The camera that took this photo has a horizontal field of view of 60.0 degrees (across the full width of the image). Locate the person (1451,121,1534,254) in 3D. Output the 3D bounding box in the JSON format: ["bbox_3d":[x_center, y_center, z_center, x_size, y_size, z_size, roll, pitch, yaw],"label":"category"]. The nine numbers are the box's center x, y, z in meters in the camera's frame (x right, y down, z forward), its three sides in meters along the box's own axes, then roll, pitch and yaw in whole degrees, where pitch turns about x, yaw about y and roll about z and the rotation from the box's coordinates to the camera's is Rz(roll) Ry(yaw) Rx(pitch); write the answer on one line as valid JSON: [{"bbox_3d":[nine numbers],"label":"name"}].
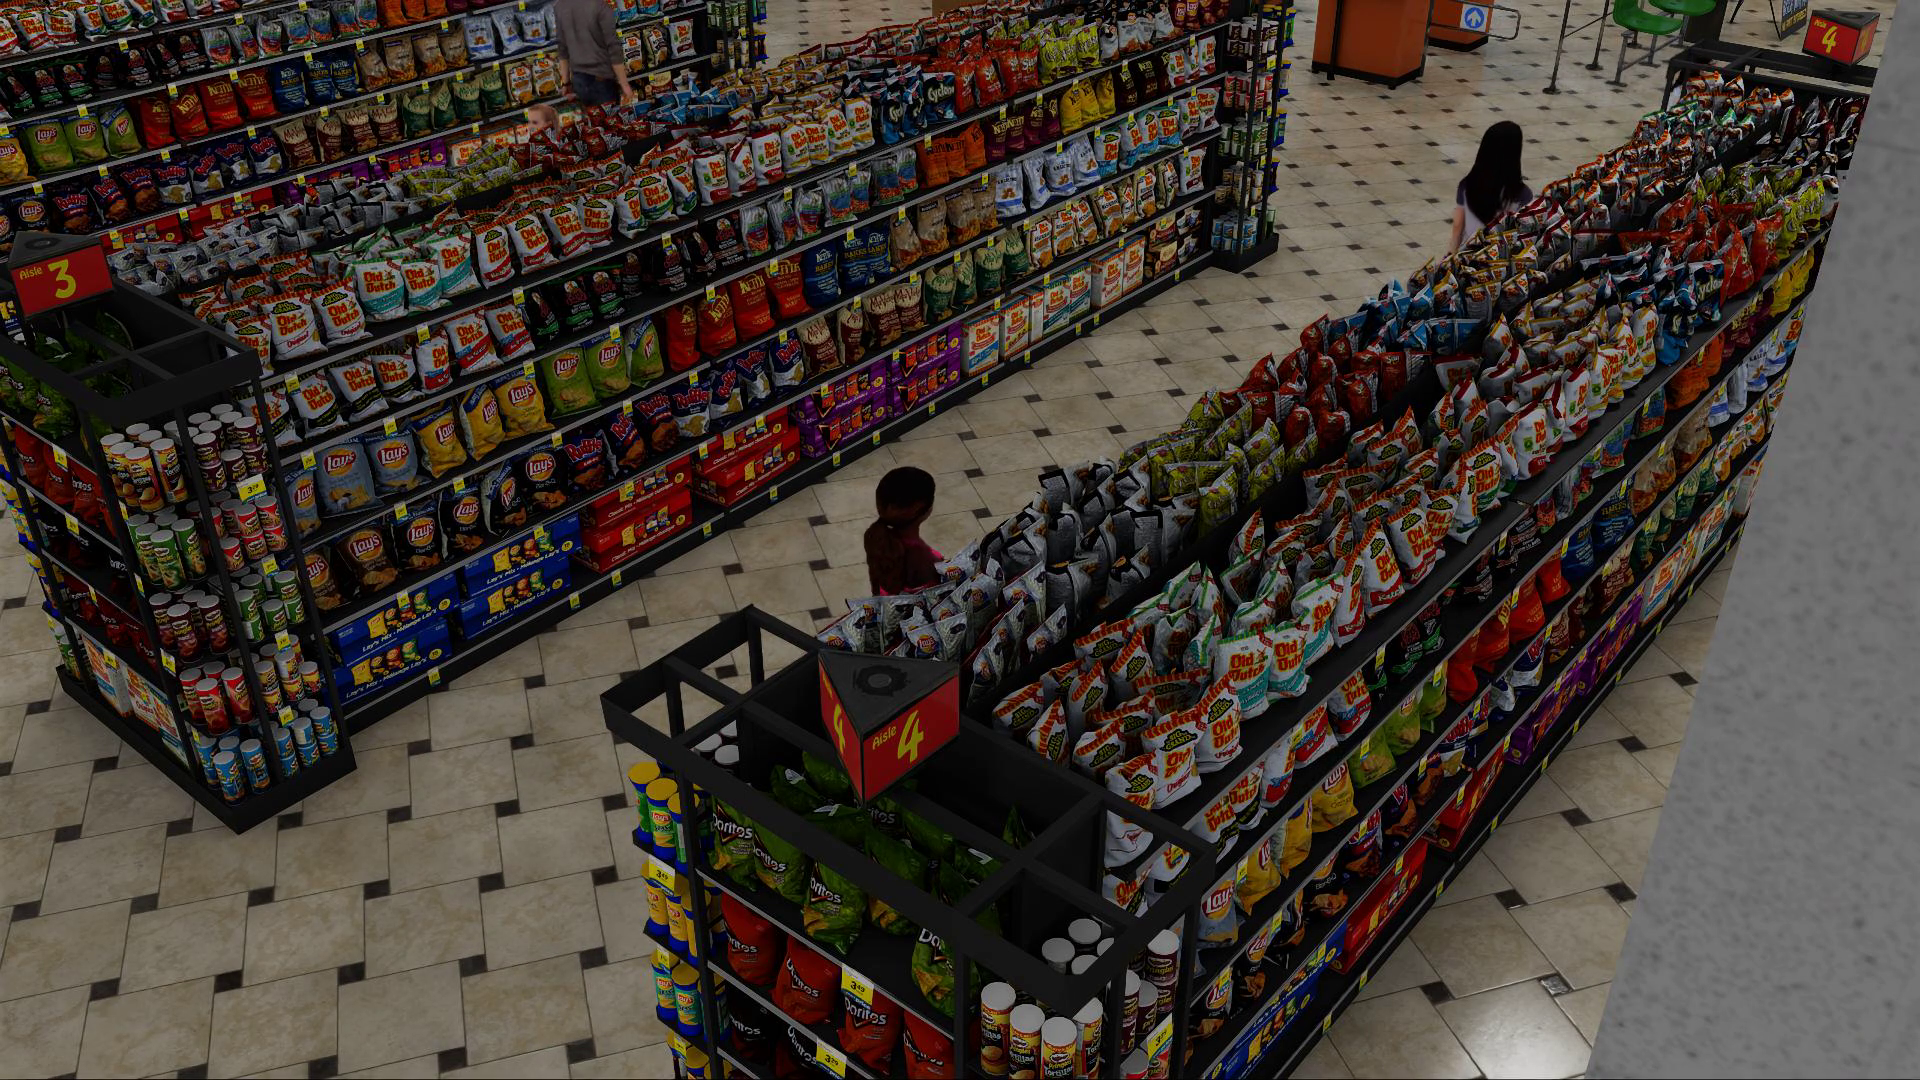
[{"bbox_3d":[3.021,-1.565,9.658,0.600,1.691,0.903,24,39,33],"label":"person"}]

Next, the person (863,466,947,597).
[{"bbox_3d":[-0.288,0.517,6.317,0.591,1.684,1.116,21,37,30],"label":"person"}]

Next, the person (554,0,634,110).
[{"bbox_3d":[-2.761,-3.358,12.363,0.805,1.875,1.171,17,36,25],"label":"person"}]

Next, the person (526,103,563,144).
[{"bbox_3d":[-2.731,-2.357,11.357,0.640,1.240,0.956,15,35,22],"label":"person"}]
